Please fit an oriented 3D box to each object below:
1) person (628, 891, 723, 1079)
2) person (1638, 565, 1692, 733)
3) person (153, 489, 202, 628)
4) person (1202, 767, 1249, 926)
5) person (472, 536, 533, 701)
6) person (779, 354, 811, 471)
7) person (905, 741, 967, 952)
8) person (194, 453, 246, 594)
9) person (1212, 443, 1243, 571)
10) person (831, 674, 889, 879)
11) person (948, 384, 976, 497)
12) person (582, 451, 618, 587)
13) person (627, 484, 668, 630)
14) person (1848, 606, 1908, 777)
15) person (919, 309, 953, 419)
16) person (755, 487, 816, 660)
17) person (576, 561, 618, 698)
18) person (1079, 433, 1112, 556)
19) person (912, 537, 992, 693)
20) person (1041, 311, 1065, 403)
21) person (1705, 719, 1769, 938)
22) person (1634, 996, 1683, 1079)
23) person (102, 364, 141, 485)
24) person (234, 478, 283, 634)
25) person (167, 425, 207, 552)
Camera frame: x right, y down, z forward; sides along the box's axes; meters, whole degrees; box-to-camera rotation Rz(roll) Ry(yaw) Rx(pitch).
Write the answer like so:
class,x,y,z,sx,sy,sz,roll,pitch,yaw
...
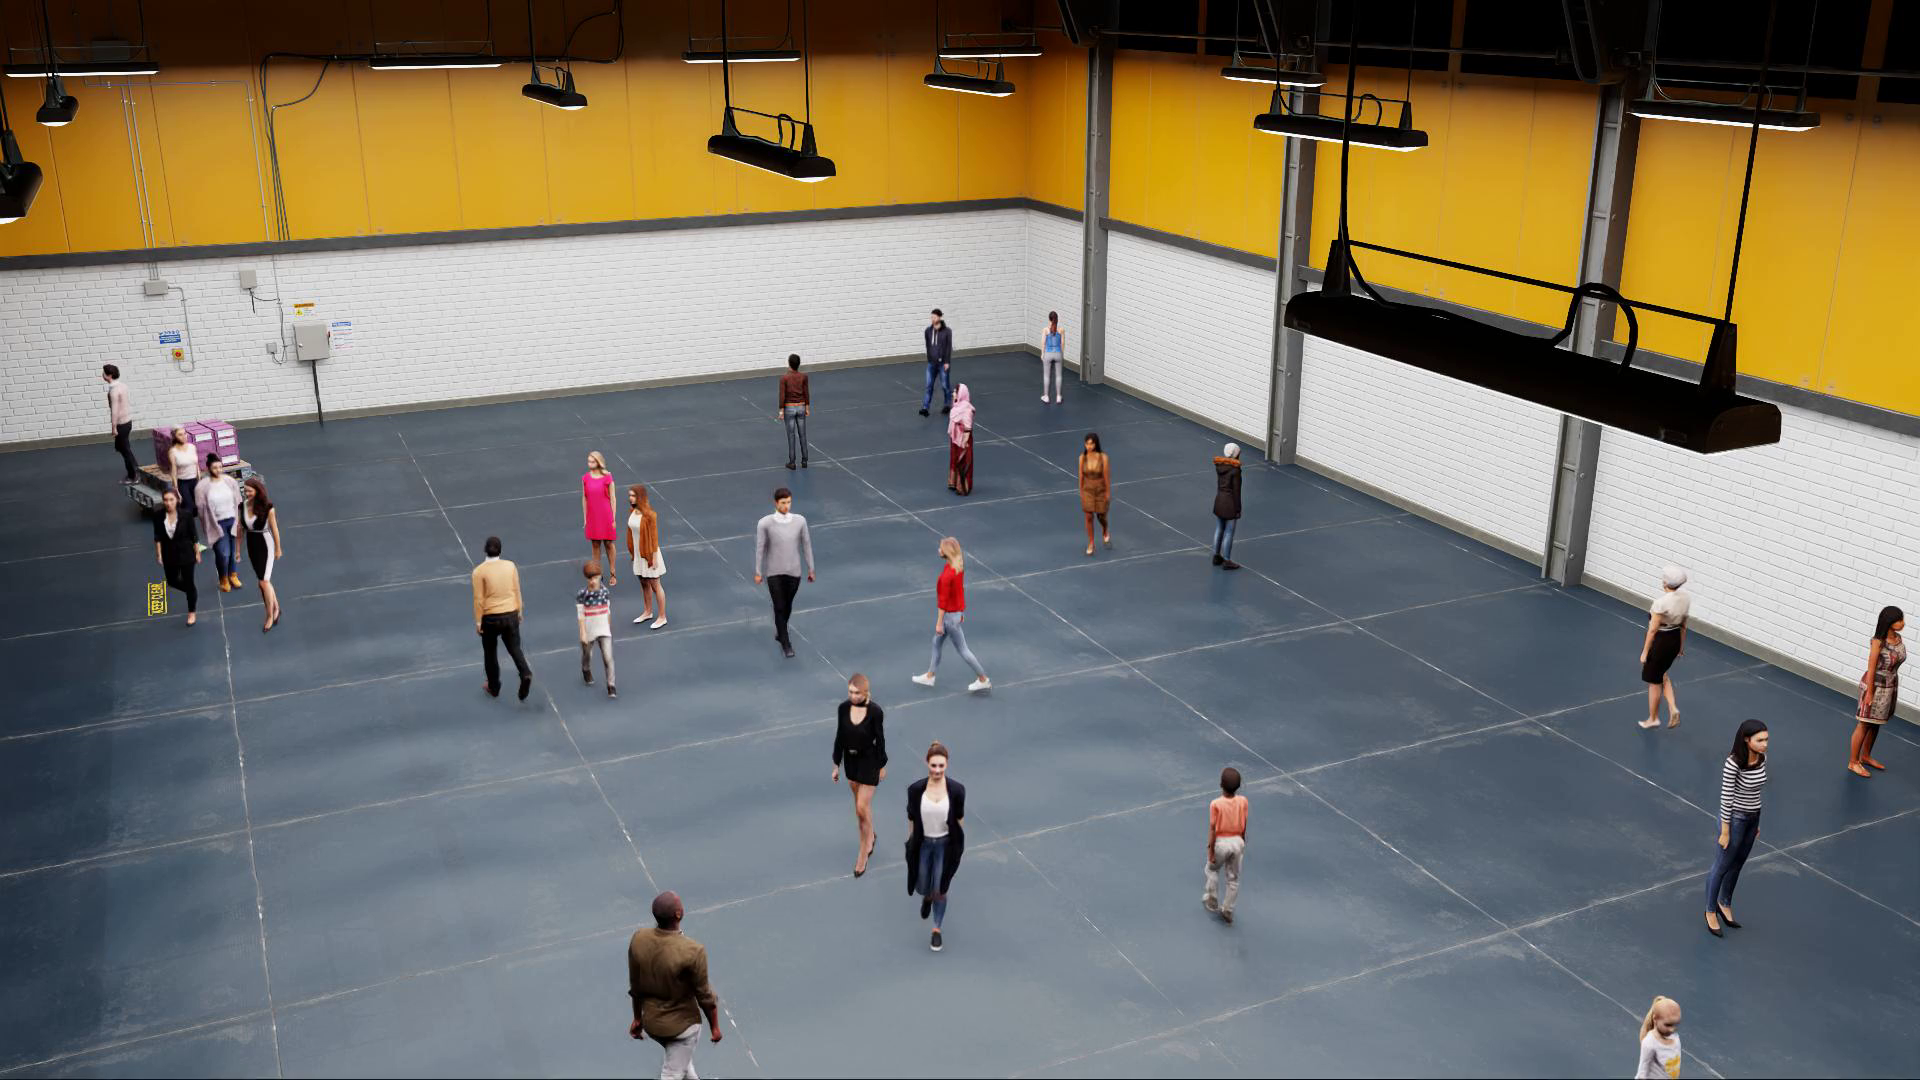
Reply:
class,x,y,z,sx,sy,sz,roll,pitch,yaw
person,-1.833,3.080,10.383,1.245,1.778,1.238,9,21,25
person,6.957,1.112,16.280,0.661,1.745,0.778,-10,21,-26
person,-9.017,0.166,19.247,0.759,1.644,0.916,-4,19,-12
person,2.122,2.425,13.082,0.600,1.298,0.702,-1,19,-3
person,-4.707,0.835,17.119,0.801,1.735,1.064,-15,24,-38
person,-2.513,-1.970,25.373,0.635,1.783,0.502,-8,20,-24
person,-0.190,2.313,12.828,0.806,1.672,0.899,1,19,3
person,-9.034,-0.234,20.308,0.820,1.726,0.796,17,25,40
person,3.385,-0.441,21.067,0.676,1.634,0.529,-9,21,-26
person,-0.791,1.891,13.972,0.852,1.742,0.891,9,21,24
person,0.021,-1.476,24.130,0.708,1.639,0.520,-8,20,-22
person,-4.410,-0.278,20.435,0.663,1.727,0.698,3,19,8
person,-3.602,0.161,19.150,0.645,1.715,0.752,15,24,38
person,8.623,1.390,15.610,0.679,1.645,0.572,-12,22,-31
person,-0.304,-3.016,28.382,1.164,1.845,1.203,7,20,21
person,-1.985,0.326,18.399,0.762,1.882,1.086,-8,20,-23
person,-3.853,0.903,17.424,0.514,1.412,0.958,-8,20,-23
person,1.764,-0.604,21.519,0.861,1.653,0.923,6,19,17
person,-0.012,0.824,17.263,1.123,1.663,1.105,5,19,15
person,1.648,-3.247,29.445,0.637,1.604,0.636,-1,19,-2
person,6.037,2.217,12.919,0.597,1.797,0.503,-11,21,-29
person,4.266,3.387,10.255,0.505,1.278,0.511,-11,22,-30
person,-12.307,-1.713,24.576,0.770,1.804,0.645,-3,19,-8
person,-8.004,0.129,19.141,0.807,1.783,0.882,4,19,13
person,-10.163,-0.694,21.726,0.916,1.692,0.847,8,20,23
